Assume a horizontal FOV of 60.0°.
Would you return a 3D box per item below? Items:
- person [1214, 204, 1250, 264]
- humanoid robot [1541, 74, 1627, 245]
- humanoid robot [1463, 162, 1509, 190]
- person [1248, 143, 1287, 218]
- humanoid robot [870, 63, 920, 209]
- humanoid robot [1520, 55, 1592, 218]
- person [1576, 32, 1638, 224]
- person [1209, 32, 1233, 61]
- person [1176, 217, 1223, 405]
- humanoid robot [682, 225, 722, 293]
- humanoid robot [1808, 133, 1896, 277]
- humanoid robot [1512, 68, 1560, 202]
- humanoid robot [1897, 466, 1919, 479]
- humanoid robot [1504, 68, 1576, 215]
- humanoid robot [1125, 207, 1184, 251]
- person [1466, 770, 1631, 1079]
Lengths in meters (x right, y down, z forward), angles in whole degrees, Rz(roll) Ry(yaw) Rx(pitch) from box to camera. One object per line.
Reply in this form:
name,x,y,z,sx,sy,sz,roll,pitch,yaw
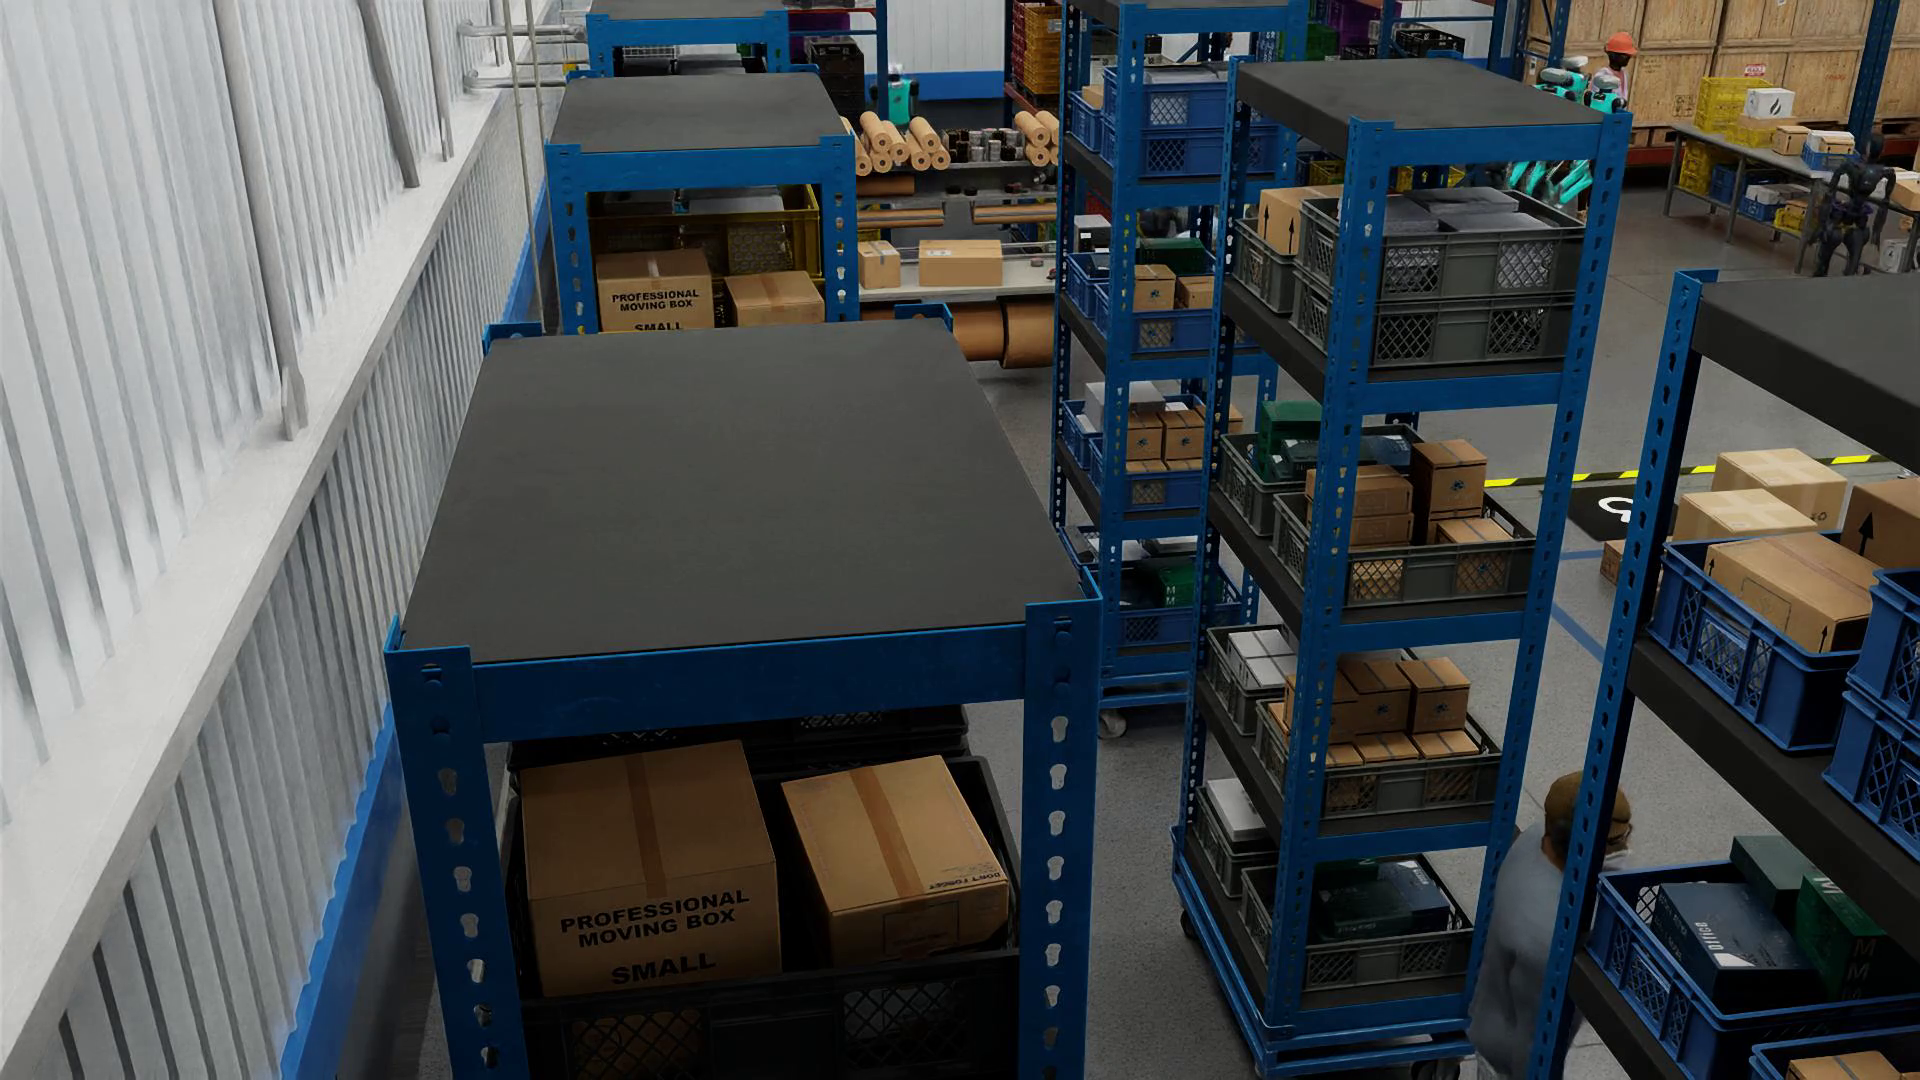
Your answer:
person,2.478,-3.056,15.075,0.431,1.836,0.617,-1,25,-2
humanoid robot,6.137,-3.753,16.597,0.734,1.701,0.530,-9,26,-18
humanoid robot,5.272,-3.717,16.685,0.595,1.651,0.335,-17,30,-33
person,2.840,-3.288,15.573,0.403,1.834,0.588,5,25,10
humanoid robot,-0.747,-4.244,17.824,0.558,1.758,1.062,-8,26,-17
humanoid robot,6.311,-4.348,17.947,0.538,1.759,0.723,-22,32,-39
person,6.789,-4.279,17.474,0.359,2.047,0.613,21,32,38
person,2.983,-4.991,19.216,0.355,1.882,0.575,-13,28,-27
person,1.612,-1.273,11.171,0.394,1.849,0.596,-5,25,-10
humanoid robot,-2.271,-2.980,15.083,0.321,1.652,0.604,15,29,29
humanoid robot,7.852,-2.770,14.680,0.589,1.618,0.786,3,25,7
humanoid robot,6.136,-4.185,17.702,0.588,1.648,0.372,-5,25,-10
humanoid robot,6.431,-1.141,10.867,0.735,1.672,0.533,-11,27,-22
humanoid robot,5.812,-3.889,16.957,0.544,1.727,0.811,17,30,33
humanoid robot,1.635,-2.185,13.390,0.610,1.636,0.610,22,32,39
person,1.709,1.520,5.001,0.371,1.936,0.628,7,26,14
